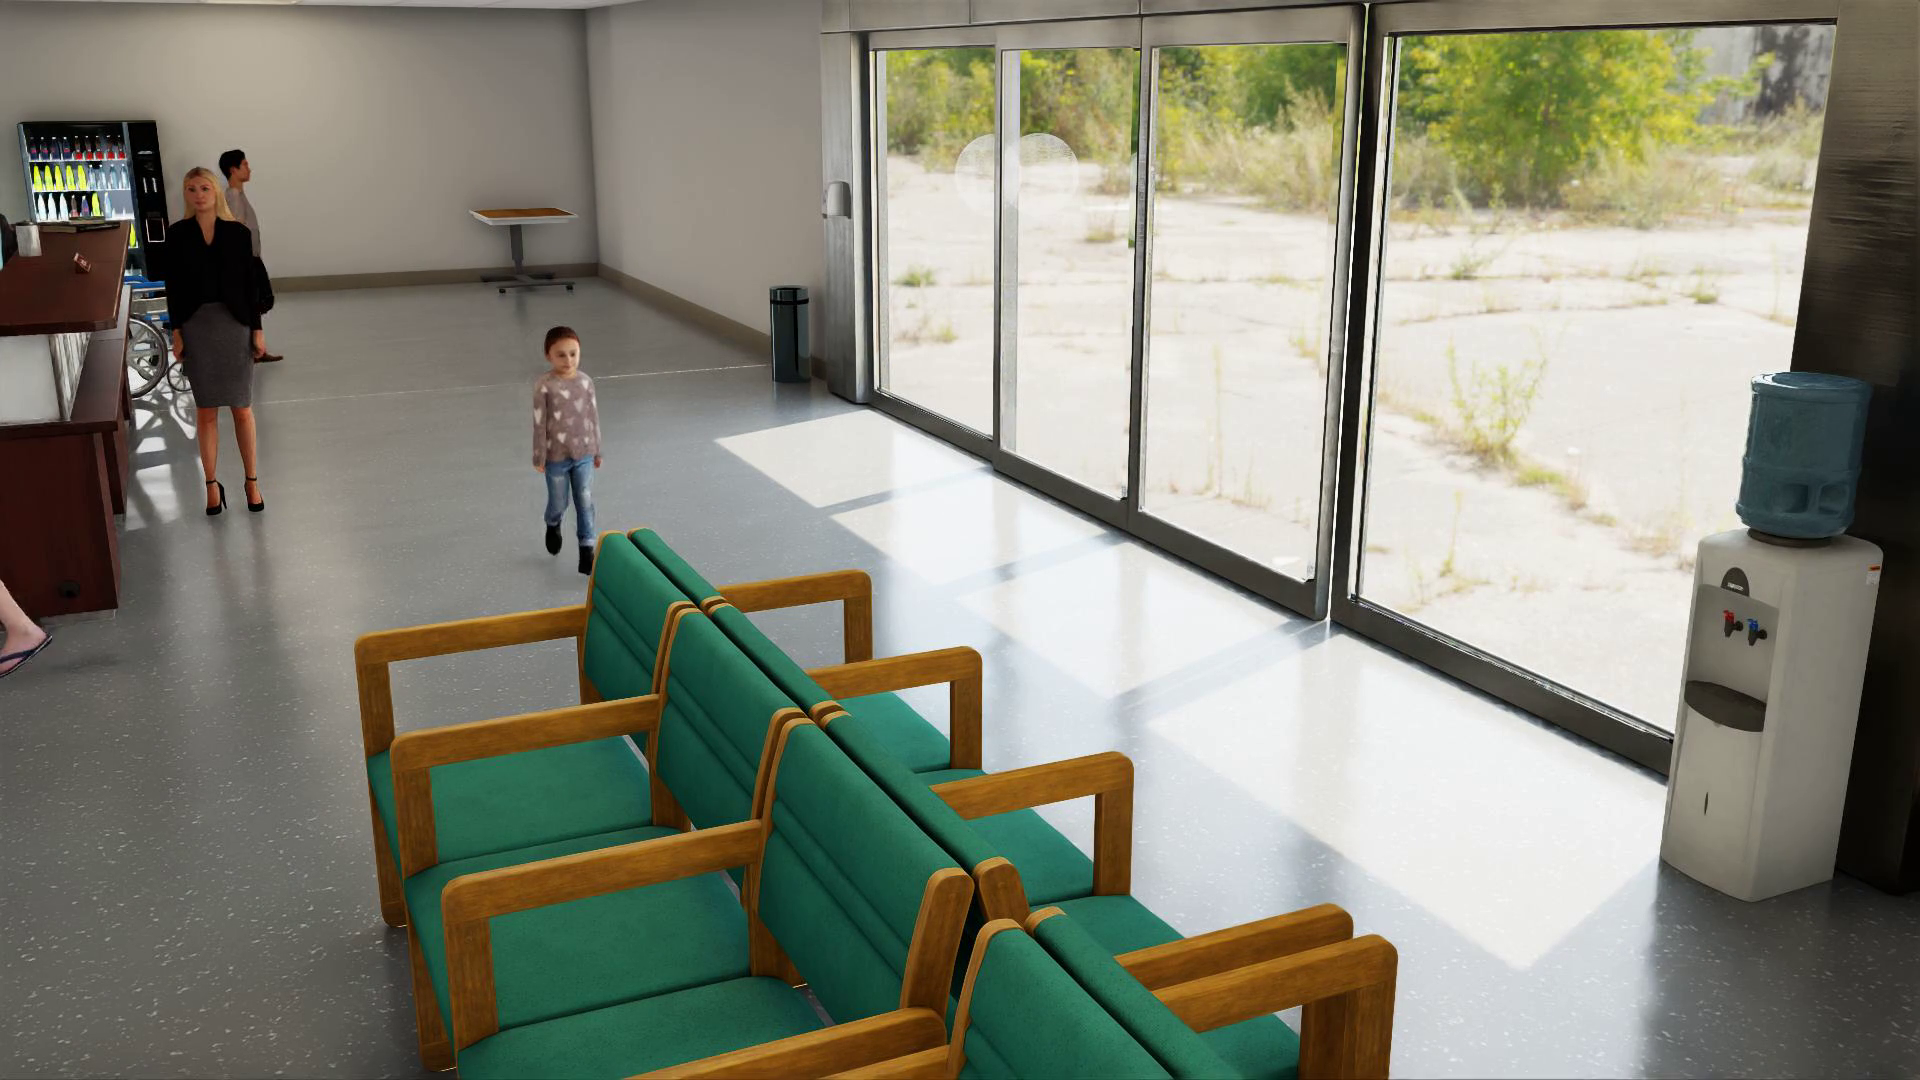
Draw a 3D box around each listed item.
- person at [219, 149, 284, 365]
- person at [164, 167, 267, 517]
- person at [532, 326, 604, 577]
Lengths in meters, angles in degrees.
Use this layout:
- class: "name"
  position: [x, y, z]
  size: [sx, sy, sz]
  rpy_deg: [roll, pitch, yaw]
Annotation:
- class: "person"
  position: [-5.833, -2.258, 13.377]
  size: [0.686, 1.715, 0.625]
  rpy_deg: [-6, 17, -20]
- class: "person"
  position: [-3.936, -1.042, 8.828]
  size: [0.491, 1.843, 0.672]
  rpy_deg: [-6, 17, -20]
- class: "person"
  position: [-1.872, -0.421, 7.853]
  size: [0.721, 1.176, 0.578]
  rpy_deg: [-9, 18, -29]
